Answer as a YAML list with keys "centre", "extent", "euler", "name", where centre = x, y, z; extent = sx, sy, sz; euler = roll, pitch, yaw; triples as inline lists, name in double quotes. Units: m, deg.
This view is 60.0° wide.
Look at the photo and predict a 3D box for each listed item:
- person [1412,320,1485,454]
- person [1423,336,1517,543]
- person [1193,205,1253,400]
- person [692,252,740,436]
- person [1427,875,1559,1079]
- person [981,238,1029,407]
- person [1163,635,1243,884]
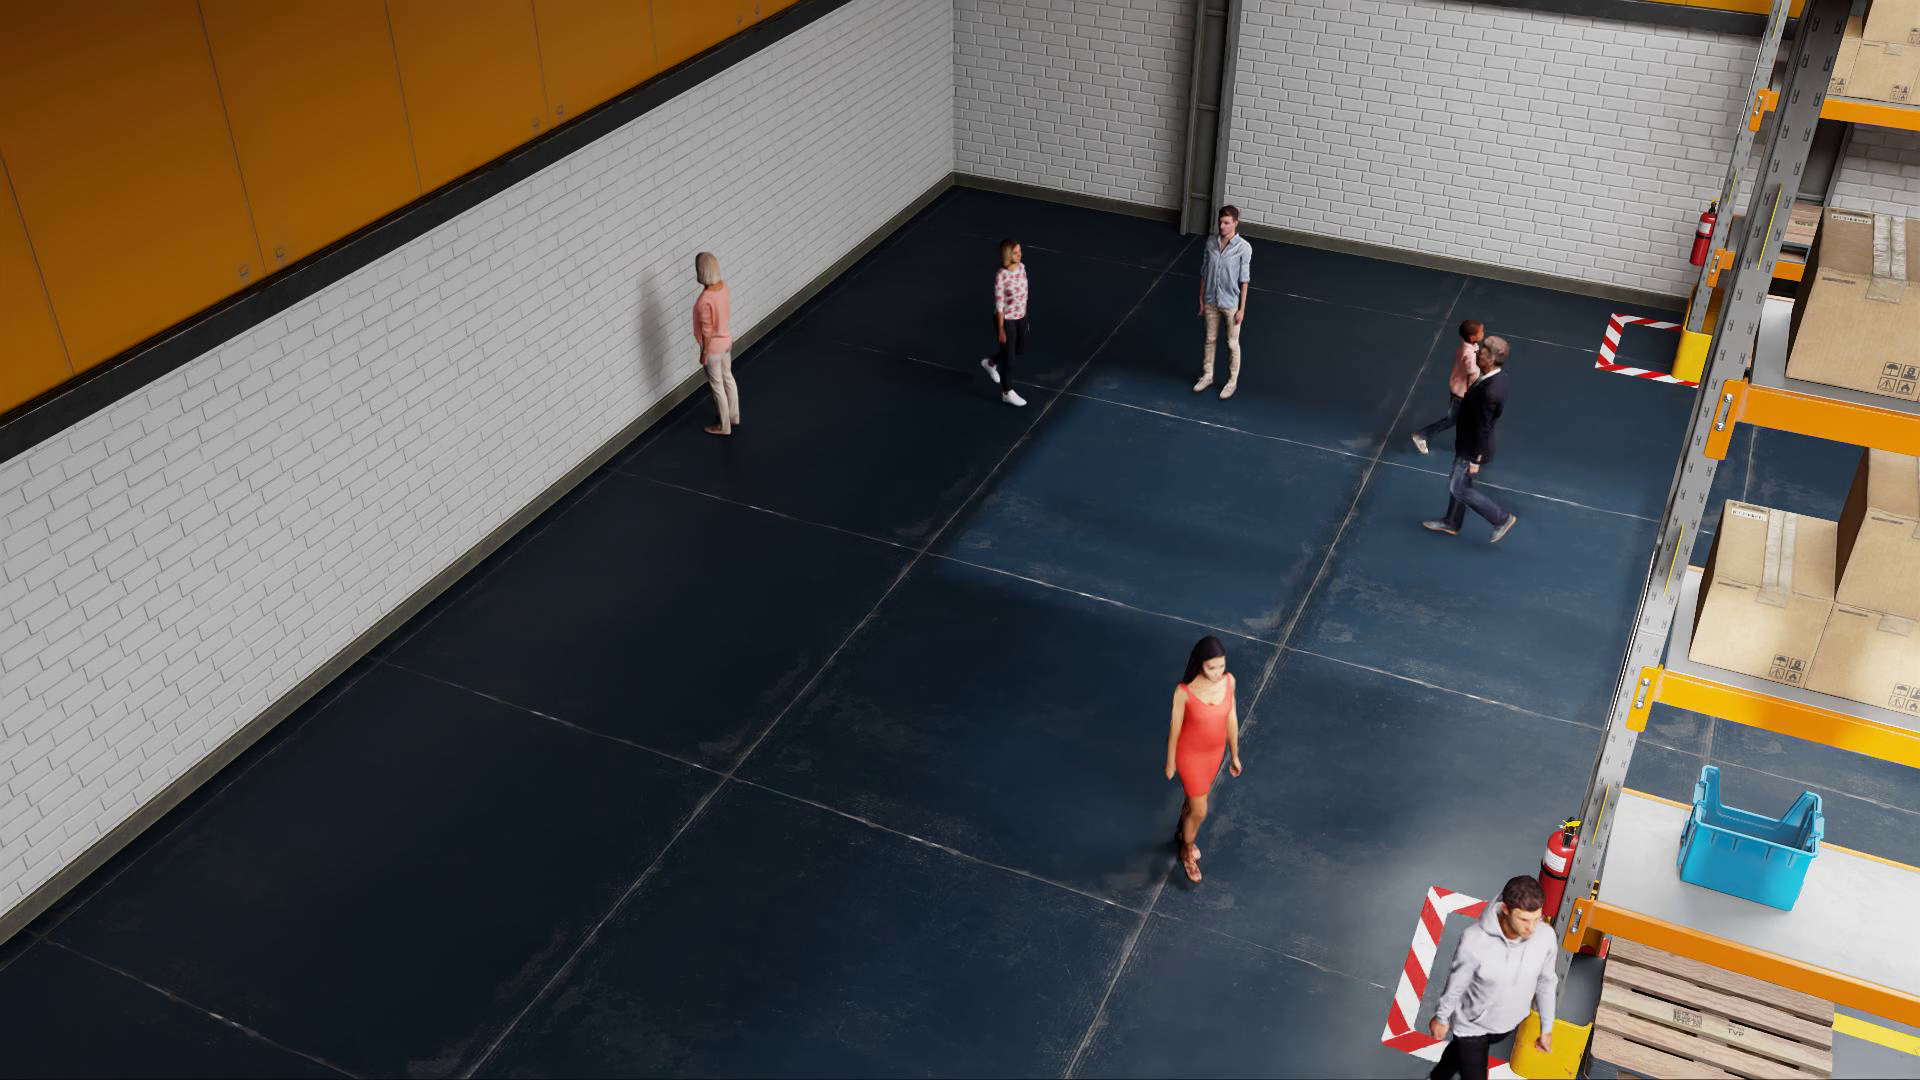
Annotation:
- centre: [4.301, -1.307, 14.465]
  extent: [0.925, 1.288, 0.672]
  euler: [3, 34, 5]
  name: "person"
- centre: [4.164, -0.765, 13.187]
  extent: [0.923, 1.799, 0.667]
  euler: [14, 36, 21]
  name: "person"
- centre: [2.434, -2.210, 15.317]
  extent: [0.556, 1.849, 0.745]
  euler: [22, 39, 29]
  name: "person"
- centre: [-2.164, -1.742, 14.725]
  extent: [0.539, 1.725, 0.616]
  euler: [11, 35, 17]
  name: "person"
- centre: [2.620, 2.339, 8.441]
  extent: [1.197, 1.884, 1.219]
  euler: [-9, 35, -13]
  name: "person"
- centre: [0.402, -2.030, 15.254]
  extent: [0.862, 1.617, 0.677]
  euler: [22, 39, 29]
  name: "person"
- centre: [1.431, 1.258, 10.228]
  extent: [0.742, 1.707, 0.805]
  euler: [-18, 38, -25]
  name: "person"
